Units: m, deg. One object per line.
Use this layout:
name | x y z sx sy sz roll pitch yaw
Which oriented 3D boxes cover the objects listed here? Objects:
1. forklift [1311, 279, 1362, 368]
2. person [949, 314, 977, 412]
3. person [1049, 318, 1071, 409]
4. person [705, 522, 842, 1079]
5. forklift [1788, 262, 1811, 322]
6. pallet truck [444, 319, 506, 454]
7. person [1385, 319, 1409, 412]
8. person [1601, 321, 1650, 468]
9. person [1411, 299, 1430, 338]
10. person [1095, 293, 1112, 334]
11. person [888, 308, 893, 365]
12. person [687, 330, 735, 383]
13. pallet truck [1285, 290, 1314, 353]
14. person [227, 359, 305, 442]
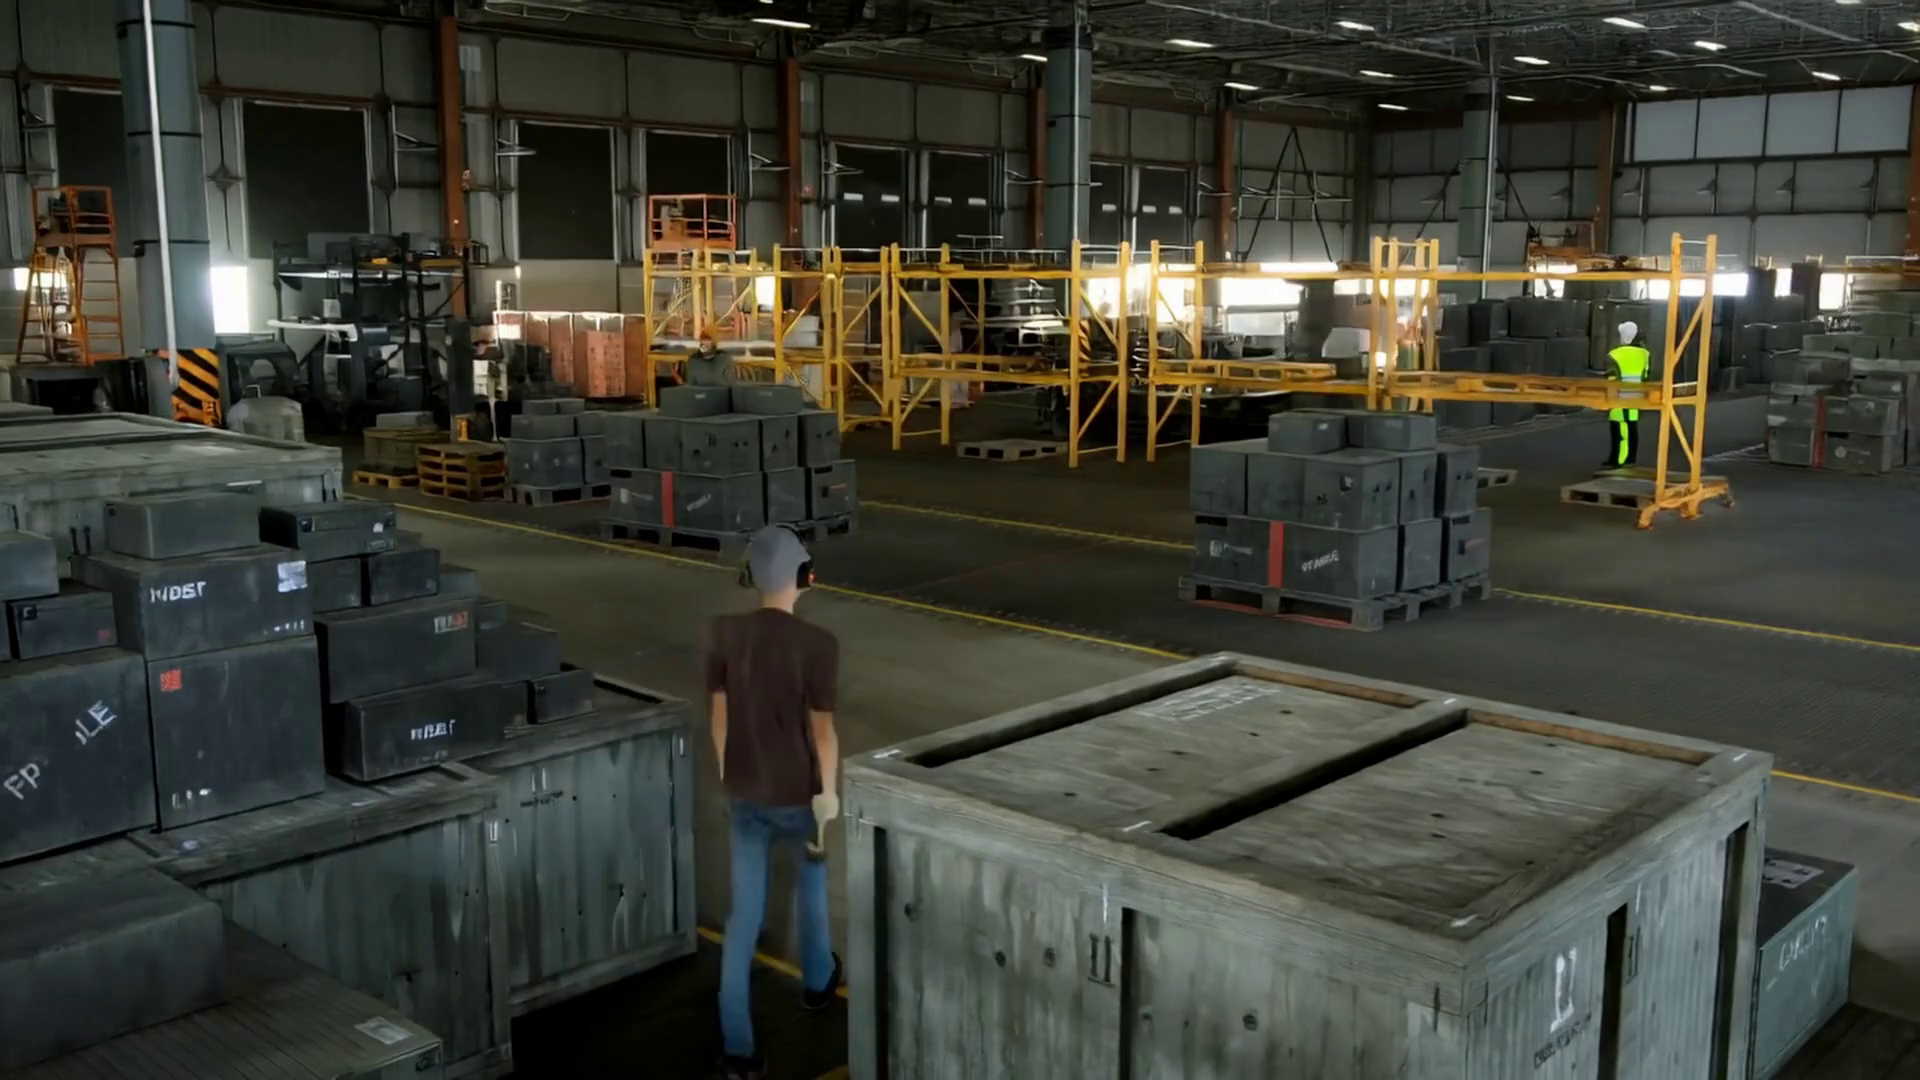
forklift | 9.725 -6.001 44.339 1.873 2.768 1.129 1 9 4
person | 0.051 -3.259 30.779 0.713 1.816 0.538 -1 9 -9
person | 1.914 -3.341 31.522 0.484 1.739 0.320 2 9 10
person | -0.631 0.850 5.616 0.497 1.820 0.993 2 9 10
forklift | 21.878 -5.862 43.487 1.873 2.768 1.129 7 11 36
pallet truck | -6.981 -1.942 22.150 1.885 1.965 0.823 1 9 9
person | 6.777 -2.459 25.657 0.723 1.898 0.594 0 9 -1
person | 8.864 -1.934 22.192 0.612 1.966 0.361 -2 9 -10
person | 12.969 -5.863 46.724 0.571 1.848 0.931 4 10 22
person | 4.427 -6.658 51.286 0.544 1.929 0.386 -1 9 -5
person | -1.815 -5.280 43.741 0.315 1.634 0.517 3 10 18
person | -3.055 -1.569 20.107 0.655 1.914 0.803 2 10 13
pallet truck | 11.297 -6.951 52.861 1.885 1.965 0.823 -5 11 -29
person | -5.748 -0.541 13.831 0.591 1.915 0.396 -3 10 -18
